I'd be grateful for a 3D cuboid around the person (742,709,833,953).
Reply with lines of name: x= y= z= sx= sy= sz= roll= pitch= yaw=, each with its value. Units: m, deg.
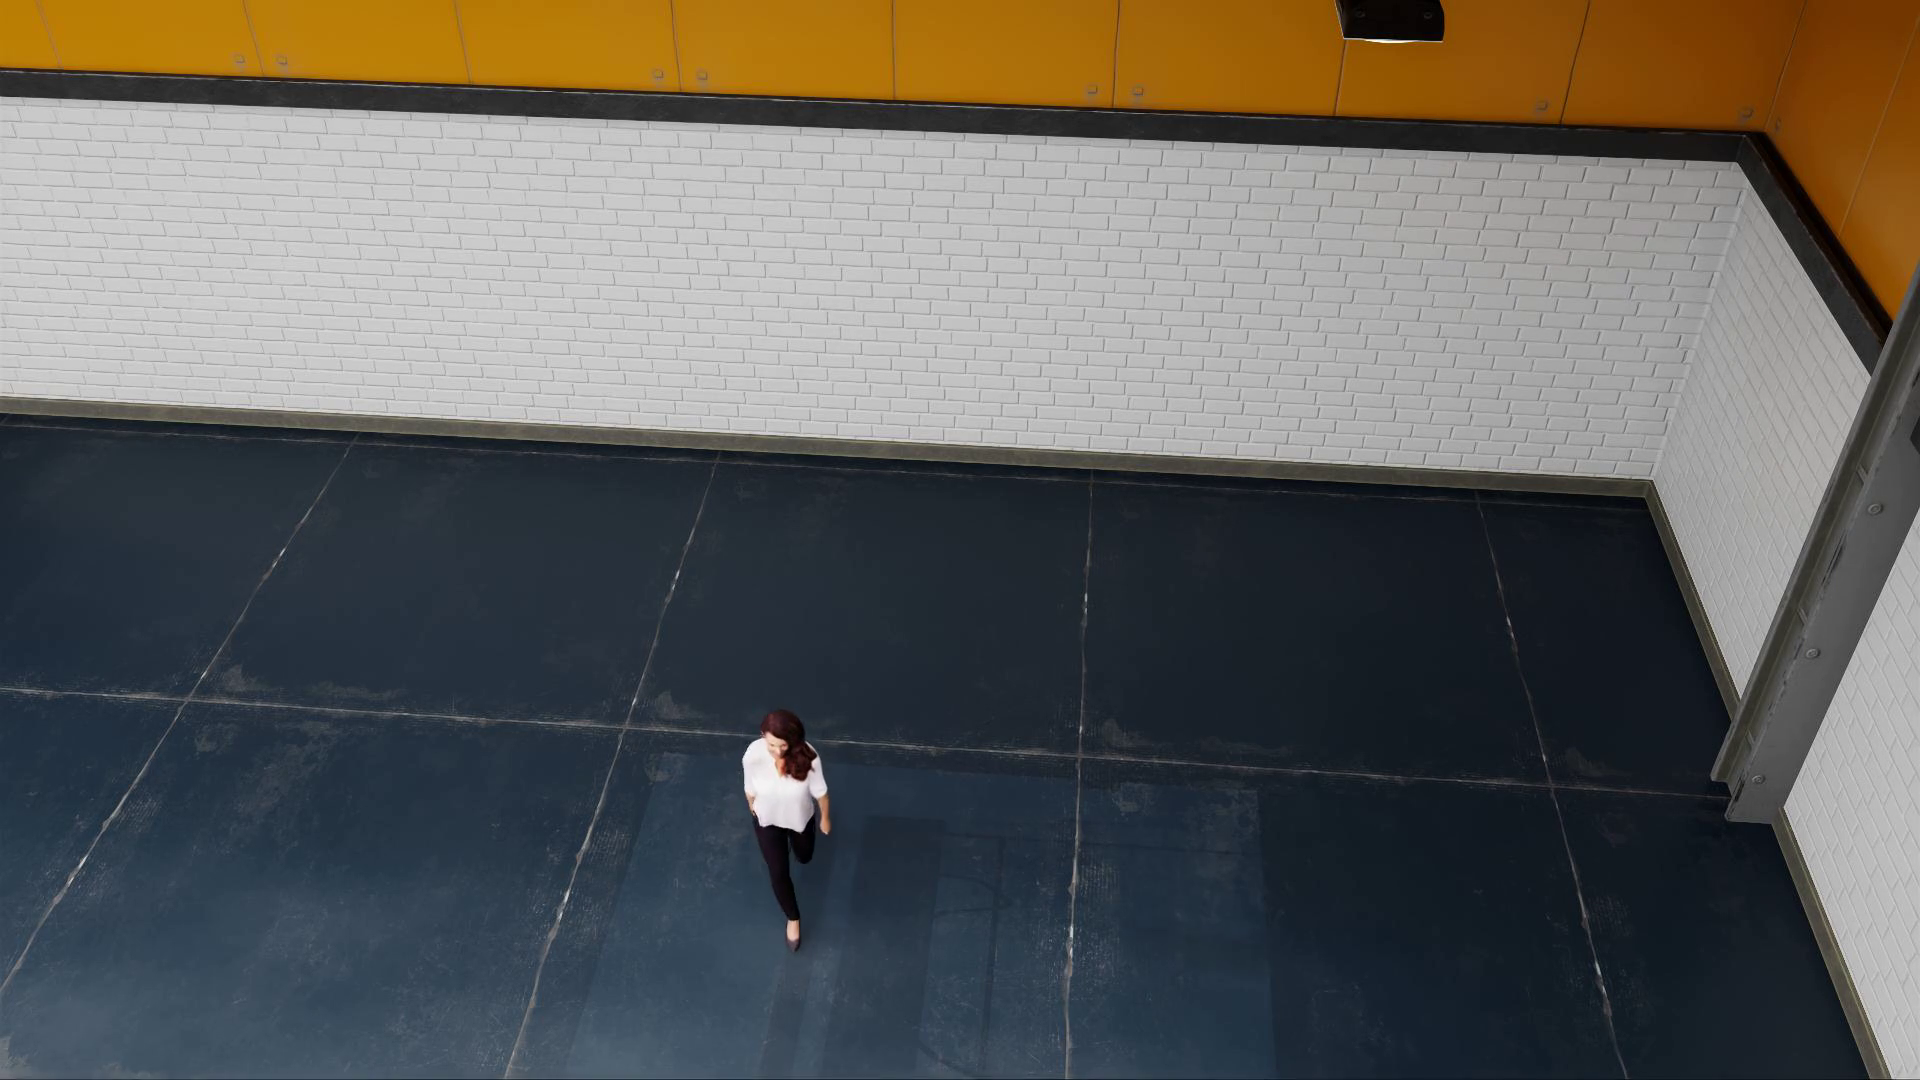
person: x=-0.979 y=1.480 z=9.277 sx=0.718 sy=1.757 sz=1.061 roll=-2 pitch=39 yaw=-3
